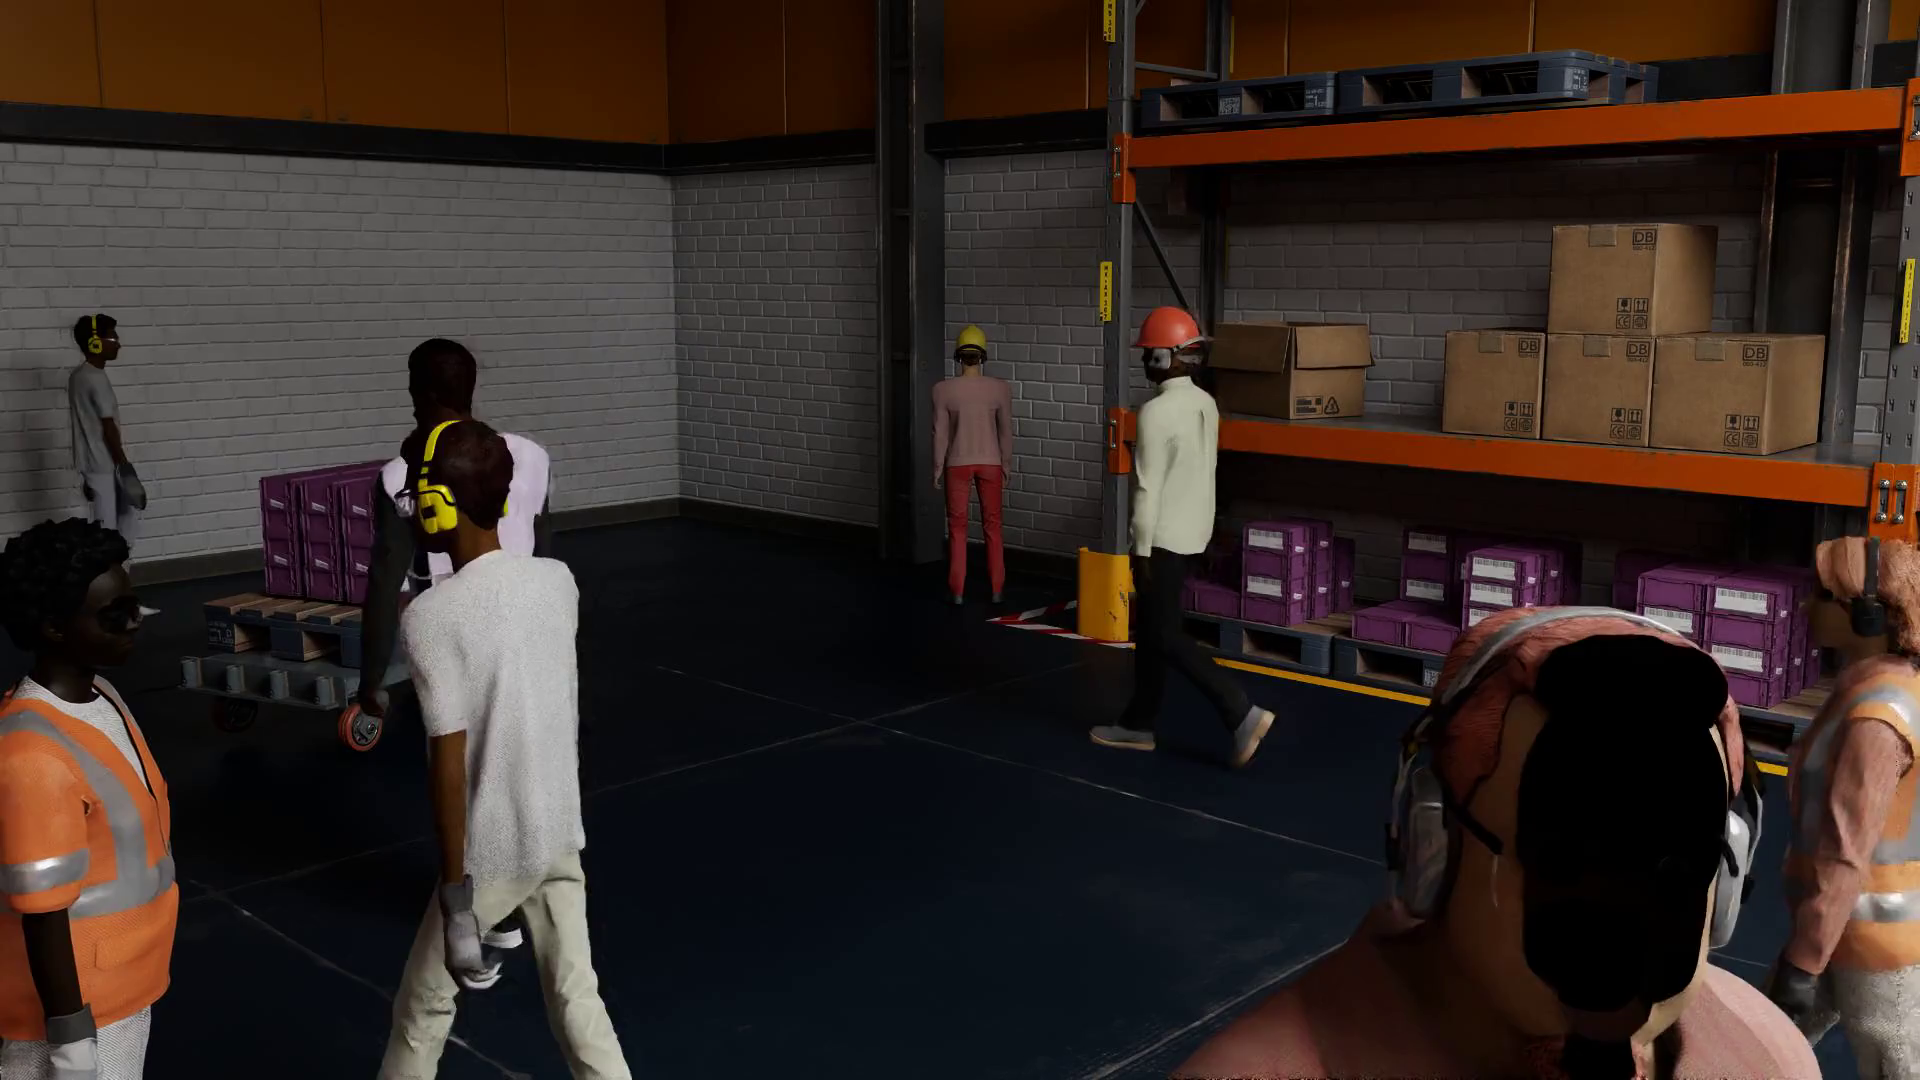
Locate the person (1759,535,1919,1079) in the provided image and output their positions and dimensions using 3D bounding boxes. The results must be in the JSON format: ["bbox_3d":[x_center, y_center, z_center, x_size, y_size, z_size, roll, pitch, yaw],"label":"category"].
[{"bbox_3d":[1.702,0.781,3.351,0.831,1.591,0.541,5,10,26],"label":"person"}]

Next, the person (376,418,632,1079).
[{"bbox_3d":[-1.043,0.653,3.514,0.996,1.813,0.538,5,11,29],"label":"person"}]

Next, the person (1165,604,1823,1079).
[{"bbox_3d":[0.392,0.982,1.217,0.642,1.905,0.399,-5,10,-26],"label":"person"}]

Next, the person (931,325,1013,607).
[{"bbox_3d":[0.074,-0.455,10.443,0.522,1.769,0.318,-1,9,-7],"label":"person"}]

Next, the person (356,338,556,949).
[{"bbox_3d":[-1.621,0.324,5.229,0.673,1.901,0.629,7,11,36],"label":"person"}]

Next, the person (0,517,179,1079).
[{"bbox_3d":[-1.548,0.801,2.954,0.317,1.695,0.540,-3,10,-18],"label":"person"}]

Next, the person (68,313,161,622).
[{"bbox_3d":[-5.048,-0.416,9.934,0.459,1.864,0.558,-6,11,-32],"label":"person"}]

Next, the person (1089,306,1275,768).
[{"bbox_3d":[0.957,-0.004,7.069,0.859,1.970,0.622,6,11,33],"label":"person"}]
